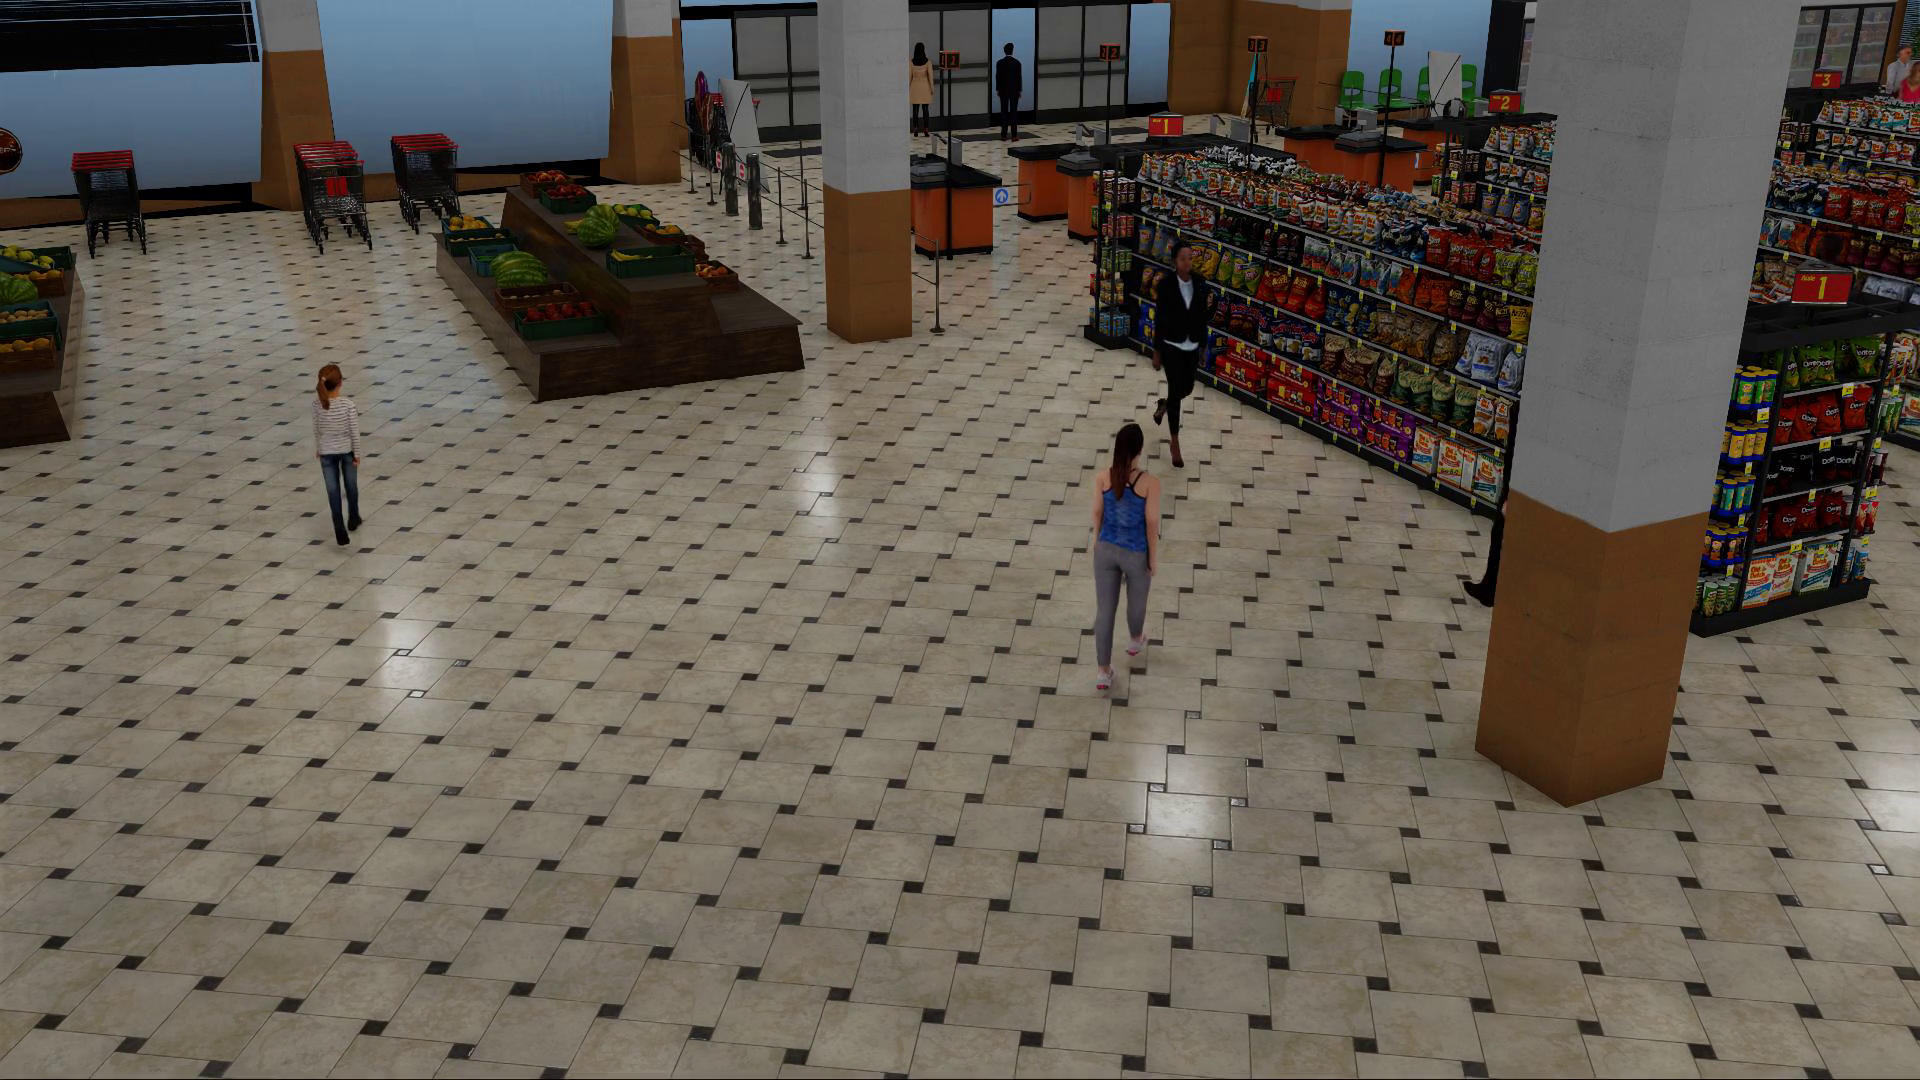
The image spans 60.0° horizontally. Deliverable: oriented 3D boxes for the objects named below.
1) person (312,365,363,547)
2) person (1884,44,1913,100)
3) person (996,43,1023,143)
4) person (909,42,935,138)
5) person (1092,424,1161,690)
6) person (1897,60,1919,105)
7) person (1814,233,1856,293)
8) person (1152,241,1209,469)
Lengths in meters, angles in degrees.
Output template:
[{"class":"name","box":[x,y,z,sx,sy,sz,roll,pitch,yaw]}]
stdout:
[{"class":"person","box":[-4.500,-0.595,11.981,0.597,1.295,0.926,-5,22,-13]},{"class":"person","box":[16.322,-7.740,29.064,0.664,1.816,0.574,-12,25,-28]},{"class":"person","box":[0.883,-8.100,30.079,0.710,1.727,0.740,5,22,12]},{"class":"person","box":[-0.733,-8.272,30.570,0.727,1.680,0.722,2,22,6]},{"class":"person","box":[0.939,0.125,9.820,1.002,1.570,1.073,7,23,17]},{"class":"person","box":[15.547,-6.963,27.306,1.042,1.685,0.972,14,26,31]},{"class":"person","box":[7.212,-1.620,13.866,0.661,1.792,0.936,-10,24,-22]},{"class":"person","box":[1.774,-1.549,13.665,0.694,1.810,1.101,-6,23,-16]}]
